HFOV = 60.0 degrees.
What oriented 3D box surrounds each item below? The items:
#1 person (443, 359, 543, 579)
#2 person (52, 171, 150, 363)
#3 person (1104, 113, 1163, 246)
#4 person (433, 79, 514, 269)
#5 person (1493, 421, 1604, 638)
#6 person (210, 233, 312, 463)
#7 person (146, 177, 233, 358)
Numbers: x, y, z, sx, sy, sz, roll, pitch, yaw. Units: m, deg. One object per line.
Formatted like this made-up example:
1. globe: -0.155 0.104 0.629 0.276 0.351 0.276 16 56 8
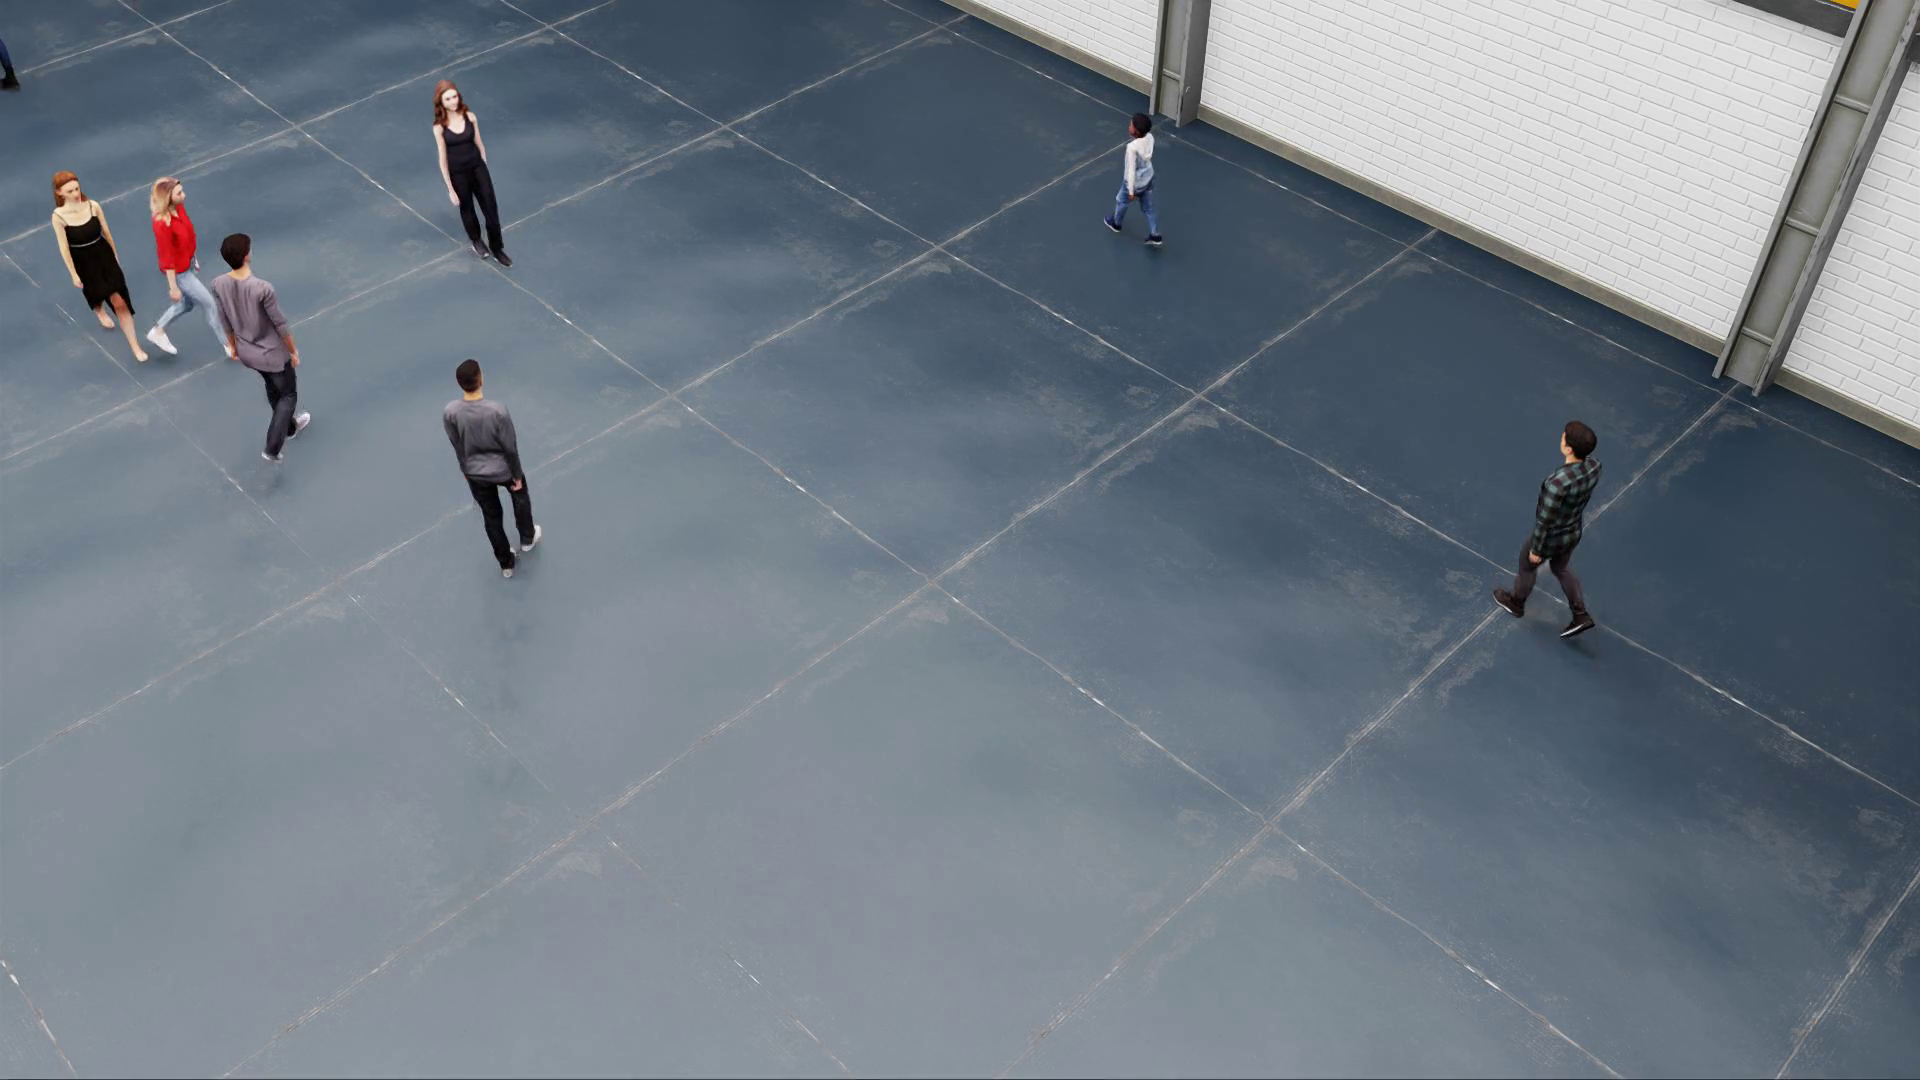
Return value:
1. person: -3.206 -0.427 11.328 0.805 1.747 0.869 -5 44 -5
2. person: -6.987 -2.247 13.350 0.625 1.591 1.094 -30 51 -28
3. person: 1.605 -3.137 14.539 0.540 1.242 0.903 -28 50 -27
4. person: -4.272 -3.173 14.228 0.658 1.723 0.843 -27 50 -26
5. person: 4.007 -0.034 10.977 0.820 1.696 1.016 -26 49 -25
6. person: -5.177 -1.349 12.243 1.057 1.819 1.048 7 44 8
7. person: -6.226 -2.102 13.145 1.107 1.665 1.098 -3 44 -3
